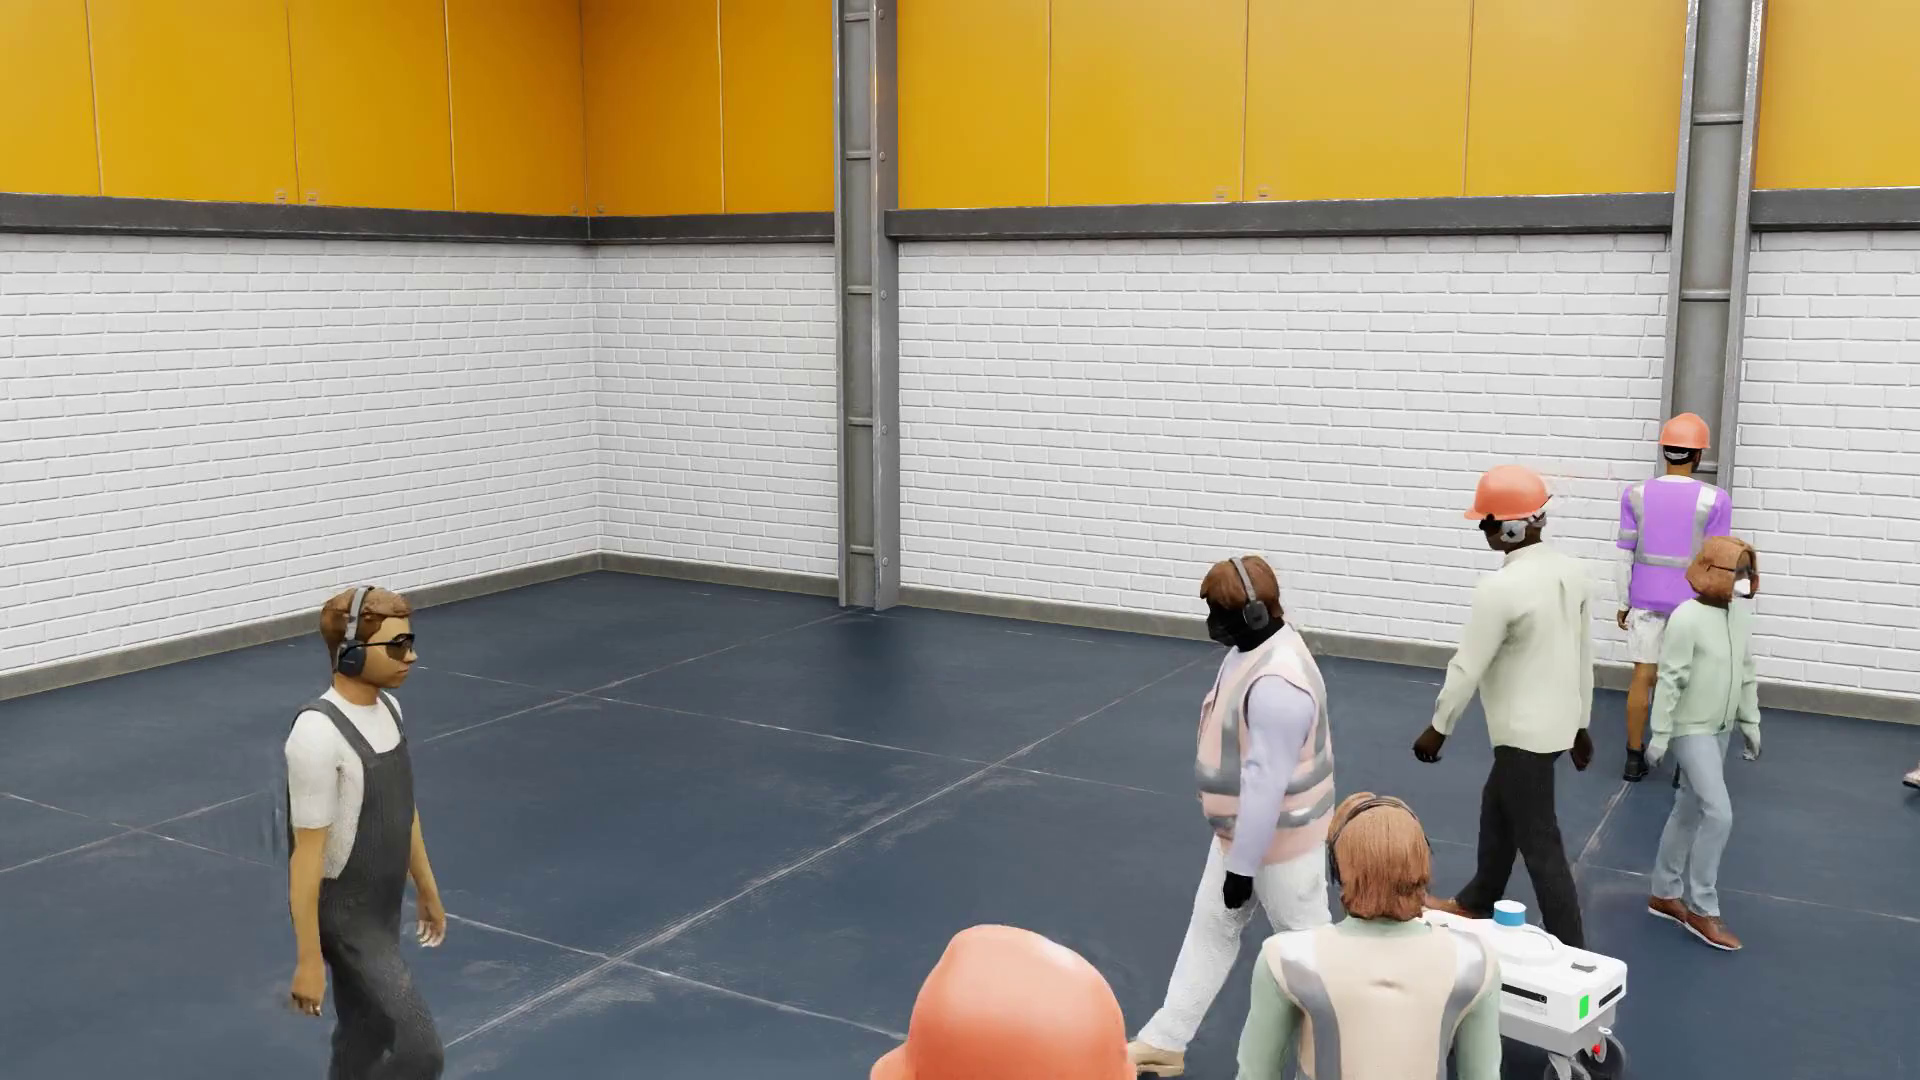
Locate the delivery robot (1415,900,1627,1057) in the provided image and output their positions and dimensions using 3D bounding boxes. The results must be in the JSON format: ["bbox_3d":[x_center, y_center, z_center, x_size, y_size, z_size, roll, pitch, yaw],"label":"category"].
[{"bbox_3d":[1.818,1.444,5.524,0.707,0.478,0.477,9,13,43],"label":"delivery robot"}]

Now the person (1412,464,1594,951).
[{"bbox_3d":[2.009,0.688,6.200,0.911,1.948,0.620,9,13,44],"label":"person"}]

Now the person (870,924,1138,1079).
[{"bbox_3d":[0.000,1.381,2.032,0.870,1.903,0.561,4,10,24],"label":"person"}]

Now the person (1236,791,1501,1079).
[{"bbox_3d":[0.830,1.308,3.440,0.532,1.592,0.855,0,9,-1],"label":"person"}]

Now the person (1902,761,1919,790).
[{"bbox_3d":[5.238,0.487,8.467,0.949,1.619,0.539,-4,10,-24],"label":"person"}]

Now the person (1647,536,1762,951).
[{"bbox_3d":[3.020,0.790,6.580,0.535,1.610,0.595,-7,11,-36],"label":"person"}]

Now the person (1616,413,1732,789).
[{"bbox_3d":[3.682,0.312,8.598,0.551,1.934,0.373,7,11,36],"label":"person"}]

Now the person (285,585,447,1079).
[{"bbox_3d":[-1.536,1.026,4.470,0.551,1.826,0.558,0,9,0],"label":"person"}]

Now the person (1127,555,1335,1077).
[{"bbox_3d":[0.971,0.921,5.302,0.960,1.781,0.663,0,9,2],"label":"person"}]
